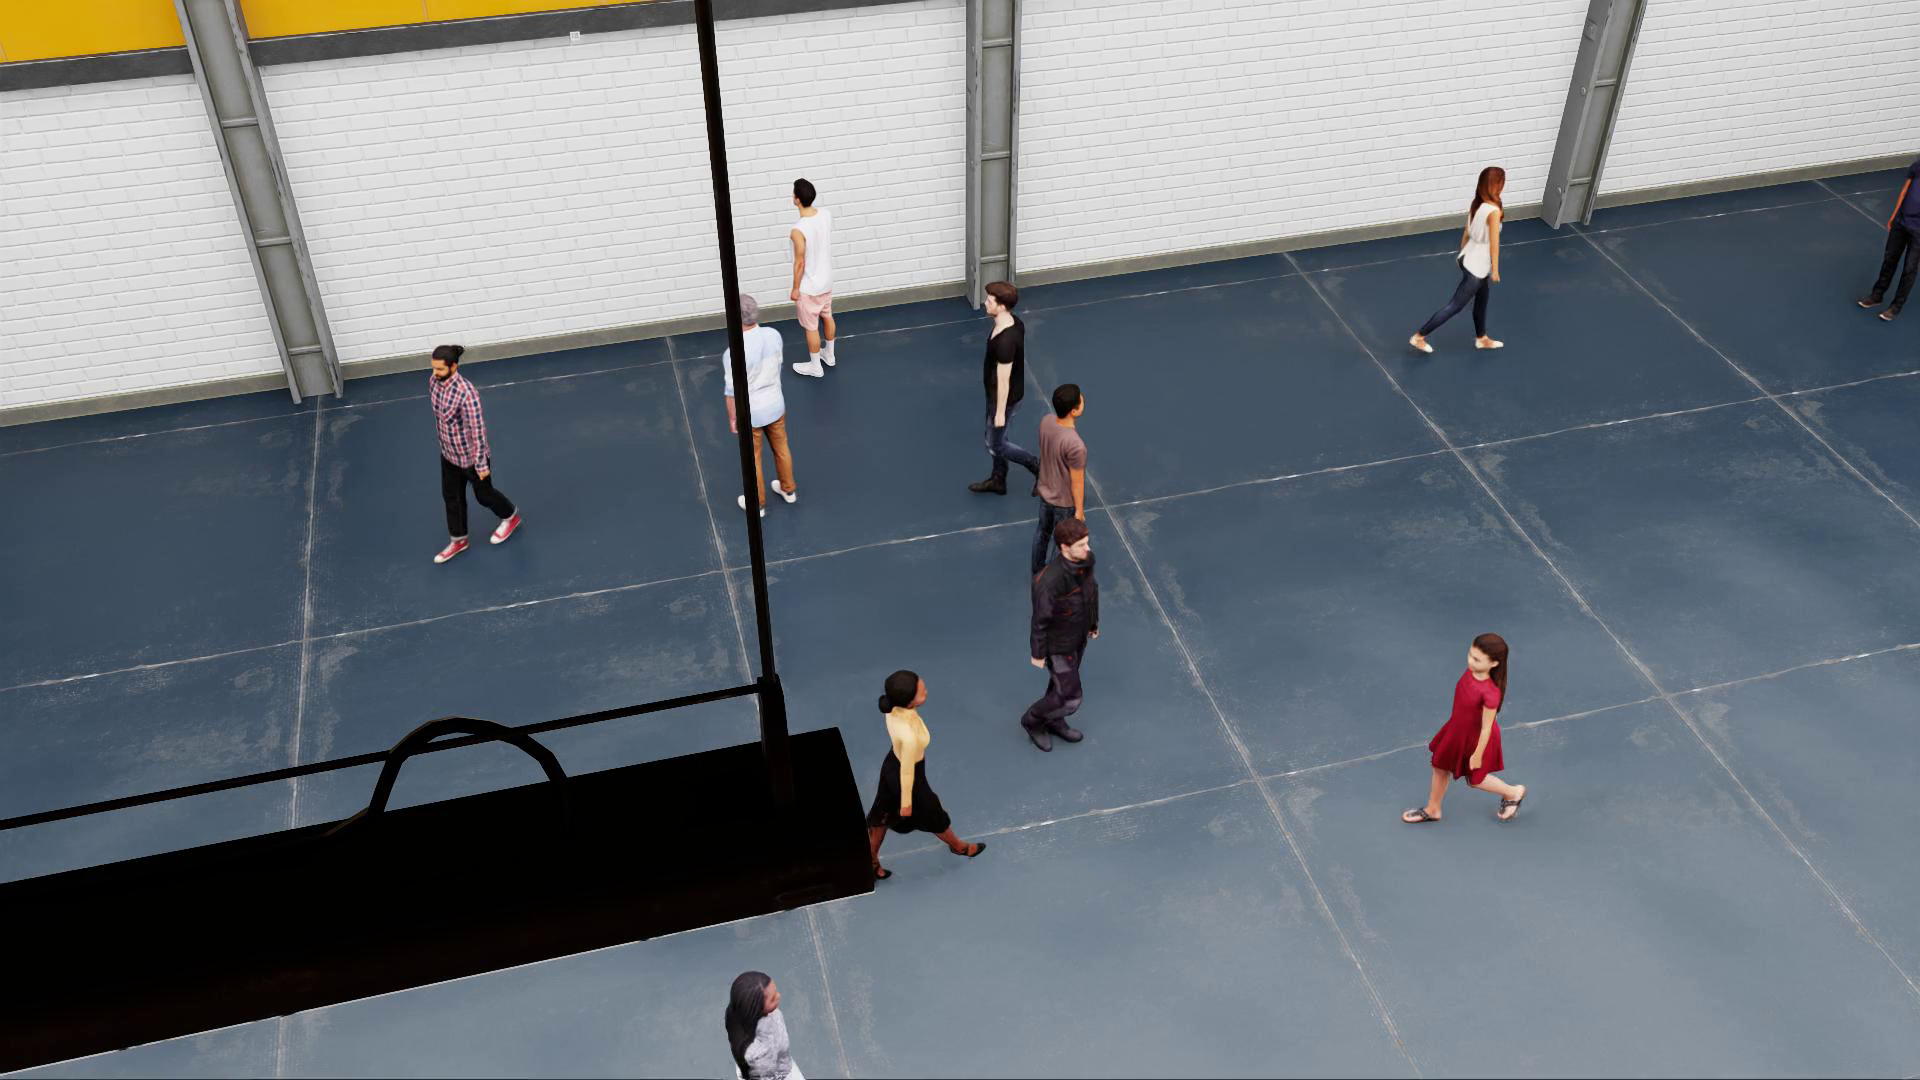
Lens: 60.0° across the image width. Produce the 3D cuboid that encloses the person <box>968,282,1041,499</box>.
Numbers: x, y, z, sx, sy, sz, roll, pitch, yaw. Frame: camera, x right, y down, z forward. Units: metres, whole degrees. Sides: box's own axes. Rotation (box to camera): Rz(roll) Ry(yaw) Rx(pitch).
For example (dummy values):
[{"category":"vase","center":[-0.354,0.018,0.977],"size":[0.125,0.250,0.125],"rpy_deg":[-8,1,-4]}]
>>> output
[{"category":"person","center":[0.418,-1.079,12.529],"size":[1.017,1.885,0.841],"rpy_deg":[1,39,2]}]

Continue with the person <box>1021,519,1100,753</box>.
[{"category":"person","center":[0.579,0.579,10.500],"size":[0.909,1.828,0.847],"rpy_deg":[21,43,24]}]

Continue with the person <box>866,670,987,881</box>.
[{"category":"person","center":[-0.397,1.411,9.625],"size":[0.995,1.618,0.626],"rpy_deg":[-11,40,-14]}]

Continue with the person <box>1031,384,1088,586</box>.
[{"category":"person","center":[0.685,-0.331,11.681],"size":[0.642,1.775,0.686],"rpy_deg":[-21,43,-24]}]

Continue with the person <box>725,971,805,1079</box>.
[{"category":"person","center":[-1.014,2.647,8.002],"size":[0.575,1.712,0.606],"rpy_deg":[-9,40,-11]}]

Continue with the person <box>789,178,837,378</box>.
[{"category":"person","center":[-1.234,-2.201,14.012],"size":[0.793,1.789,0.720],"rpy_deg":[23,44,26]}]

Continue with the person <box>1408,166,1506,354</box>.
[{"category":"person","center":[4.311,-2.331,14.209],"size":[1.152,1.746,0.745],"rpy_deg":[-3,39,-3]}]

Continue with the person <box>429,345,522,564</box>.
[{"category":"person","center":[-3.565,-0.680,12.143],"size":[1.019,1.742,1.110],"rpy_deg":[26,45,28]}]

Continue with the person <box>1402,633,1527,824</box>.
[{"category":"person","center":[3.154,1.158,10.011],"size":[0.964,1.532,0.579],"rpy_deg":[-6,39,-8]}]

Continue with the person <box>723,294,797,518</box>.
[{"category":"person","center":[-1.503,-1.008,12.492],"size":[0.684,1.820,0.822],"rpy_deg":[-29,47,-31]}]

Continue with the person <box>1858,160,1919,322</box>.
[{"category":"person","center":[8.510,-2.827,14.792],"size":[0.620,1.793,0.686],"rpy_deg":[-18,42,-21]}]
